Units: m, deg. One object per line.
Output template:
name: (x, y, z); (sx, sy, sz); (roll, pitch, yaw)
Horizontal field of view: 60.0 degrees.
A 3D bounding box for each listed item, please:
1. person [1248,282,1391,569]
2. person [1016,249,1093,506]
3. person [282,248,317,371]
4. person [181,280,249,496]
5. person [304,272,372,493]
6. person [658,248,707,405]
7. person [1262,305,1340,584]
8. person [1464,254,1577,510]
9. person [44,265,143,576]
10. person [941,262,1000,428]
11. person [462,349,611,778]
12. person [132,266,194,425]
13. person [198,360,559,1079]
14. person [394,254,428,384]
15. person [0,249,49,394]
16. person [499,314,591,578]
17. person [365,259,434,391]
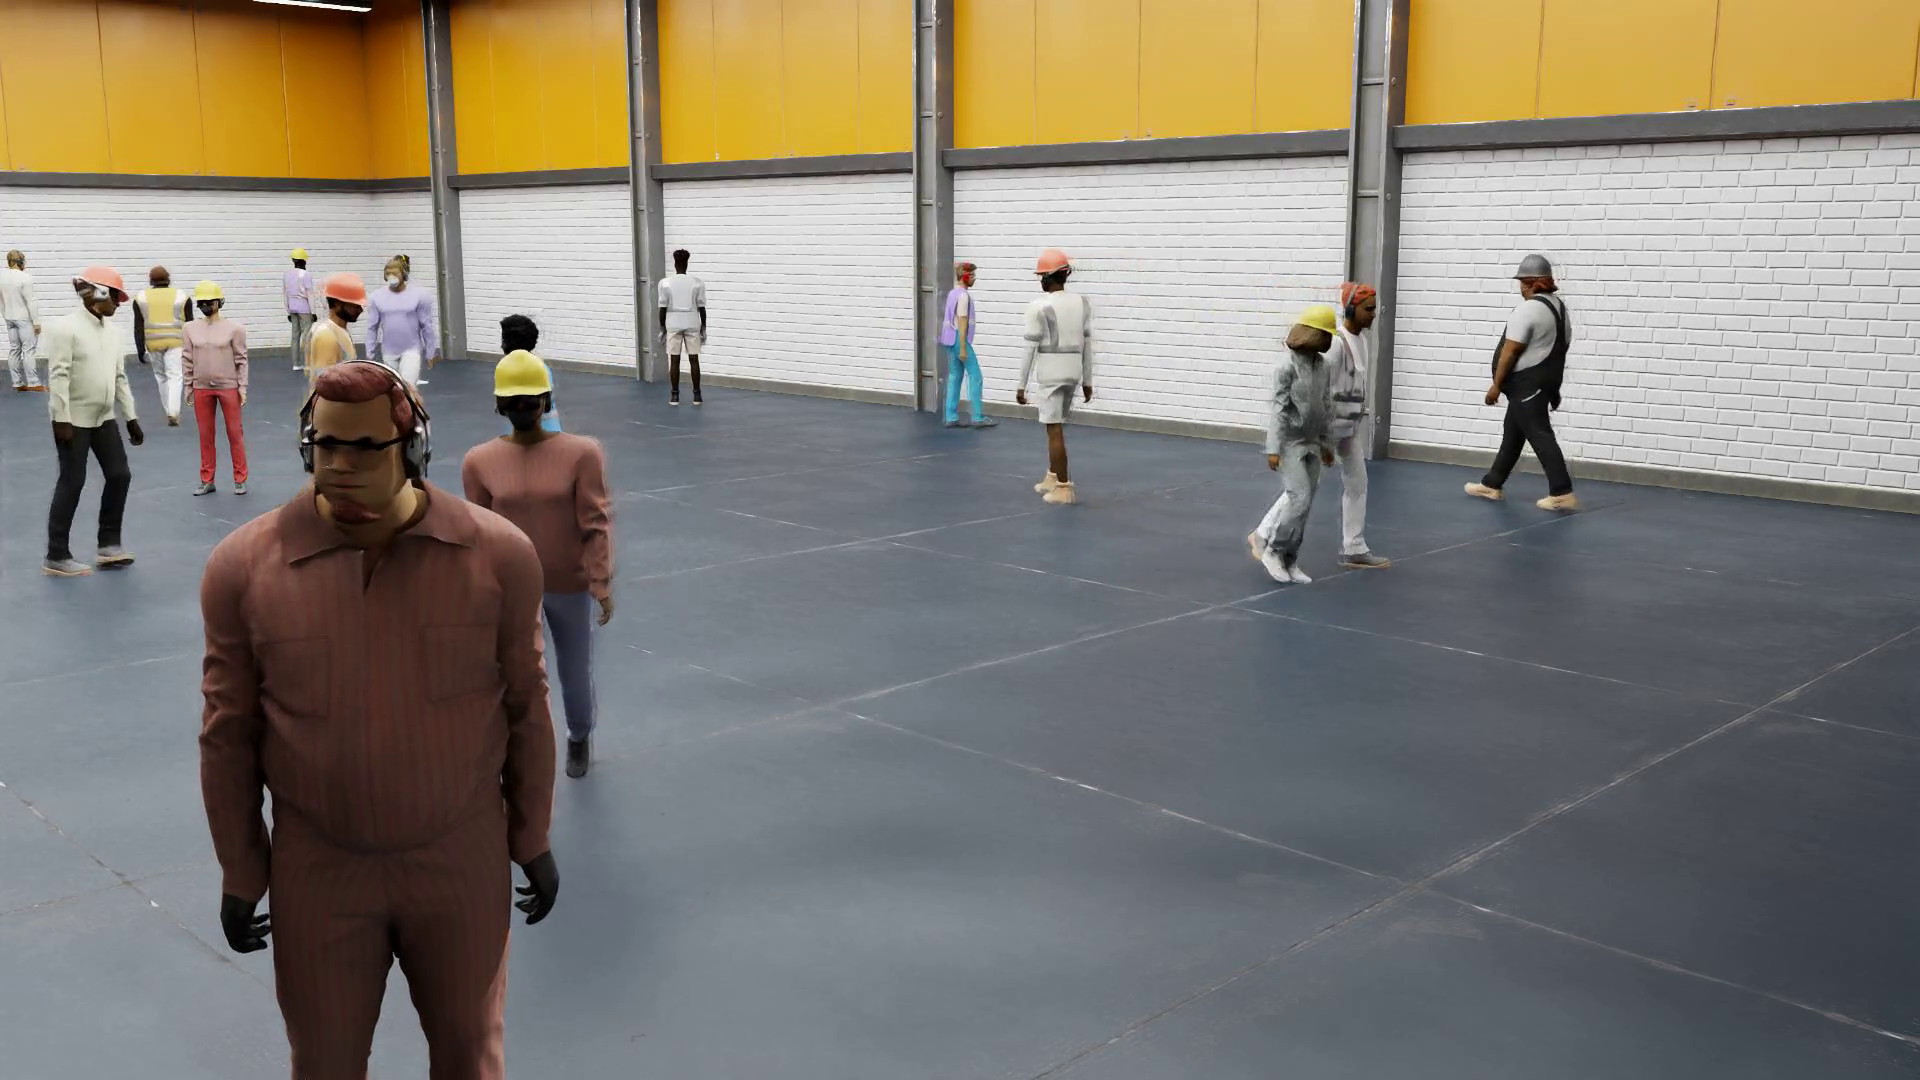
person: (2.308, -0.728, 10.679); (0.866, 1.853, 0.609); (6, 12, 31)
person: (0.692, -1.293, 13.258); (0.629, 2.014, 0.776); (-8, 13, -37)
person: (-10.371, -3.620, 26.192); (0.585, 1.928, 0.378); (5, 11, 24)
person: (-6.118, -1.243, 13.676); (0.525, 1.769, 0.311); (-1, 10, -7)
person: (-4.179, -0.800, 10.914); (0.792, 1.899, 0.553); (-3, 11, -15)
person: (-3.485, -2.677, 20.946); (0.608, 1.964, 0.363); (-2, 11, -10)
person: (2.064, -0.567, 10.109); (0.539, 1.706, 0.415); (-9, 14, -40)
person: (4.497, -1.277, 13.108); (1.015, 2.000, 0.688); (9, 14, 41)
person: (-5.530, -0.762, 10.562); (0.502, 1.943, 0.655); (2, 11, 11)
person: (0.139, -2.139, 18.371); (0.692, 1.824, 0.603); (-2, 11, -12)
person: (-1.552, 0.150, 6.170); (0.523, 1.734, 0.859); (-2, 11, -9)
person: (-8.990, -2.195, 18.823); (0.616, 1.795, 0.952); (-3, 11, -15)
person: (-1.100, 0.606, 3.215); (0.649, 1.904, 0.401); (-4, 11, -19)
person: (-7.876, -3.137, 23.732); (0.412, 1.863, 0.548); (-8, 13, -36)
person: (-12.689, -2.946, 22.487); (0.632, 1.940, 0.372); (4, 11, 20)
person: (-2.683, -0.561, 10.256); (0.899, 1.643, 0.541); (1, 10, 7)
person: (-5.654, -1.865, 16.733); (0.648, 1.879, 1.032); (0, 10, 0)
